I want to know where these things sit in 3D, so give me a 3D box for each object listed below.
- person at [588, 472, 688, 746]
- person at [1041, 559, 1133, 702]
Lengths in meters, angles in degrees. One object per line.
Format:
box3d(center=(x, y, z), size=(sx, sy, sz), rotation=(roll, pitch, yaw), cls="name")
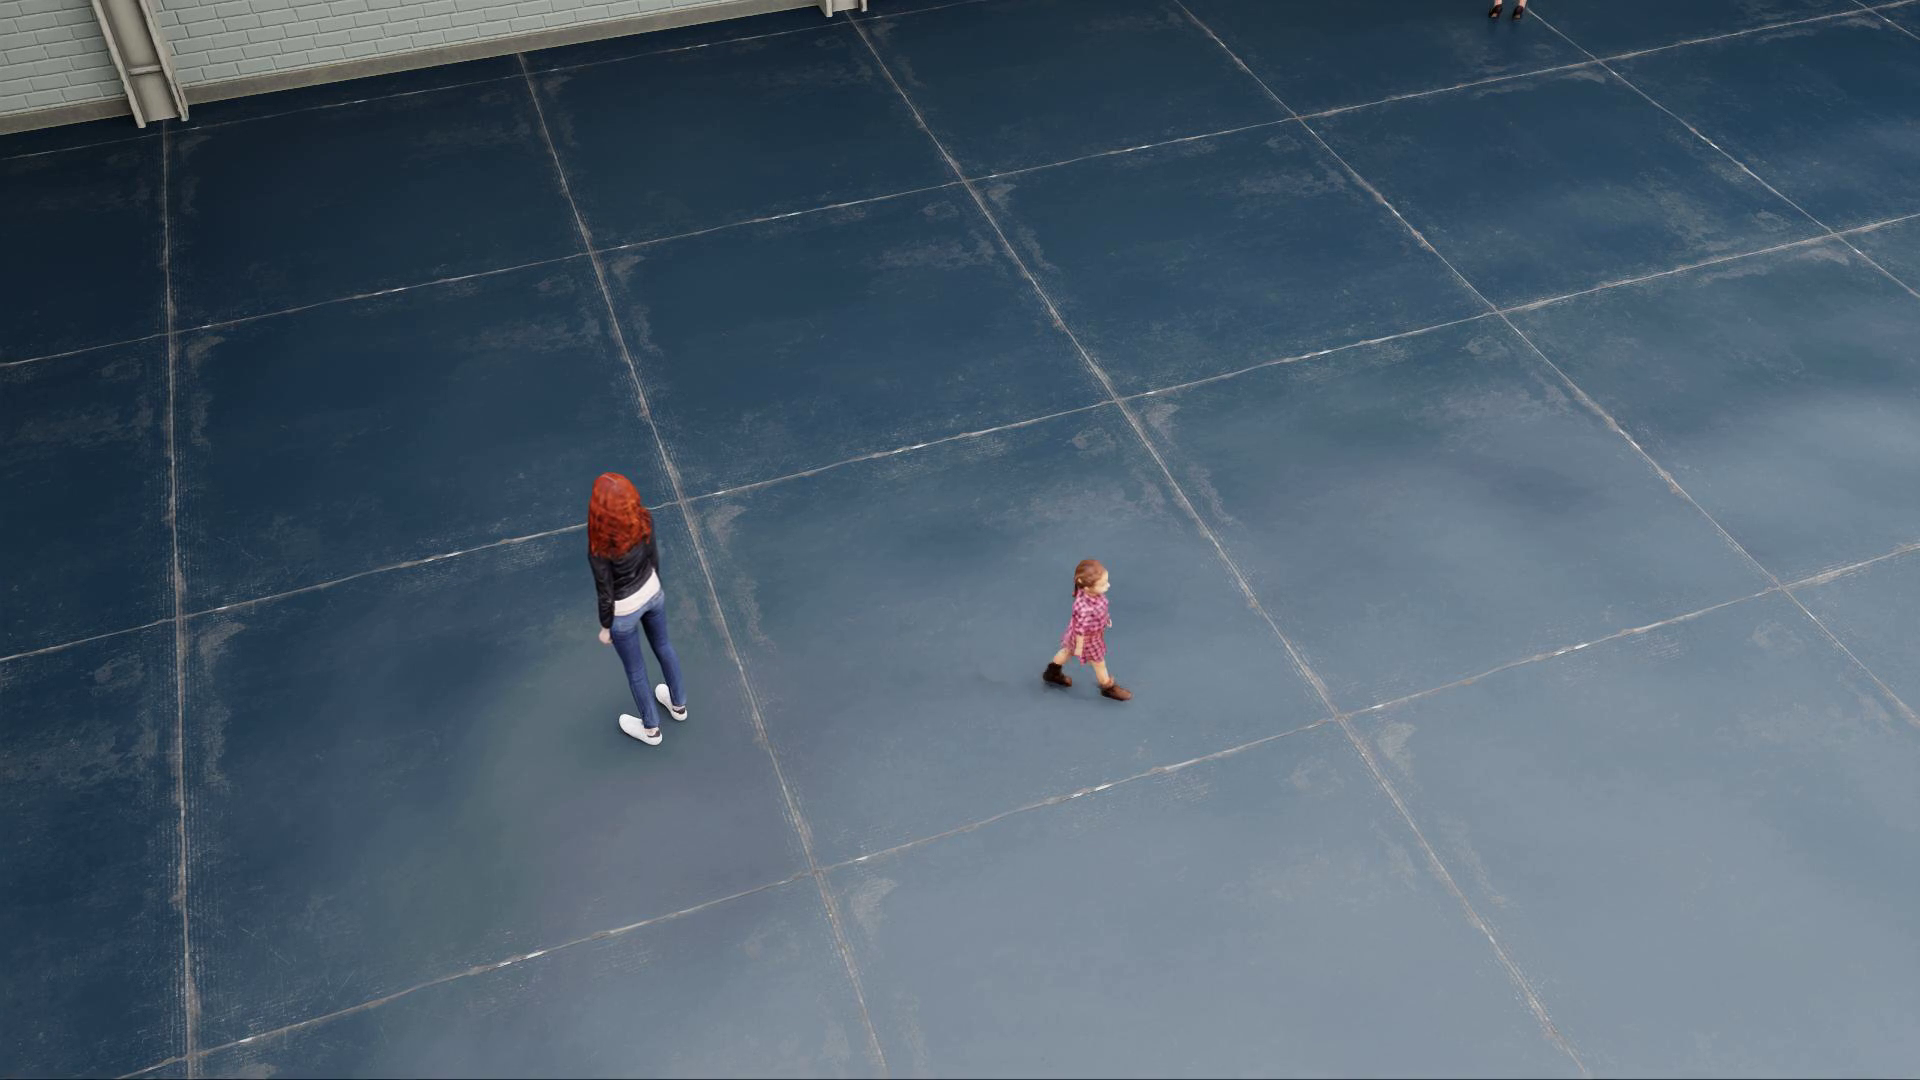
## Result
box3d(center=(-1.672, 0.353, 8.527), size=(0.721, 1.787, 0.619), rotation=(28, 50, 27), cls="person")
box3d(center=(0.640, 0.466, 8.977), size=(0.784, 1.007, 0.643), rotation=(8, 44, 9), cls="person")
